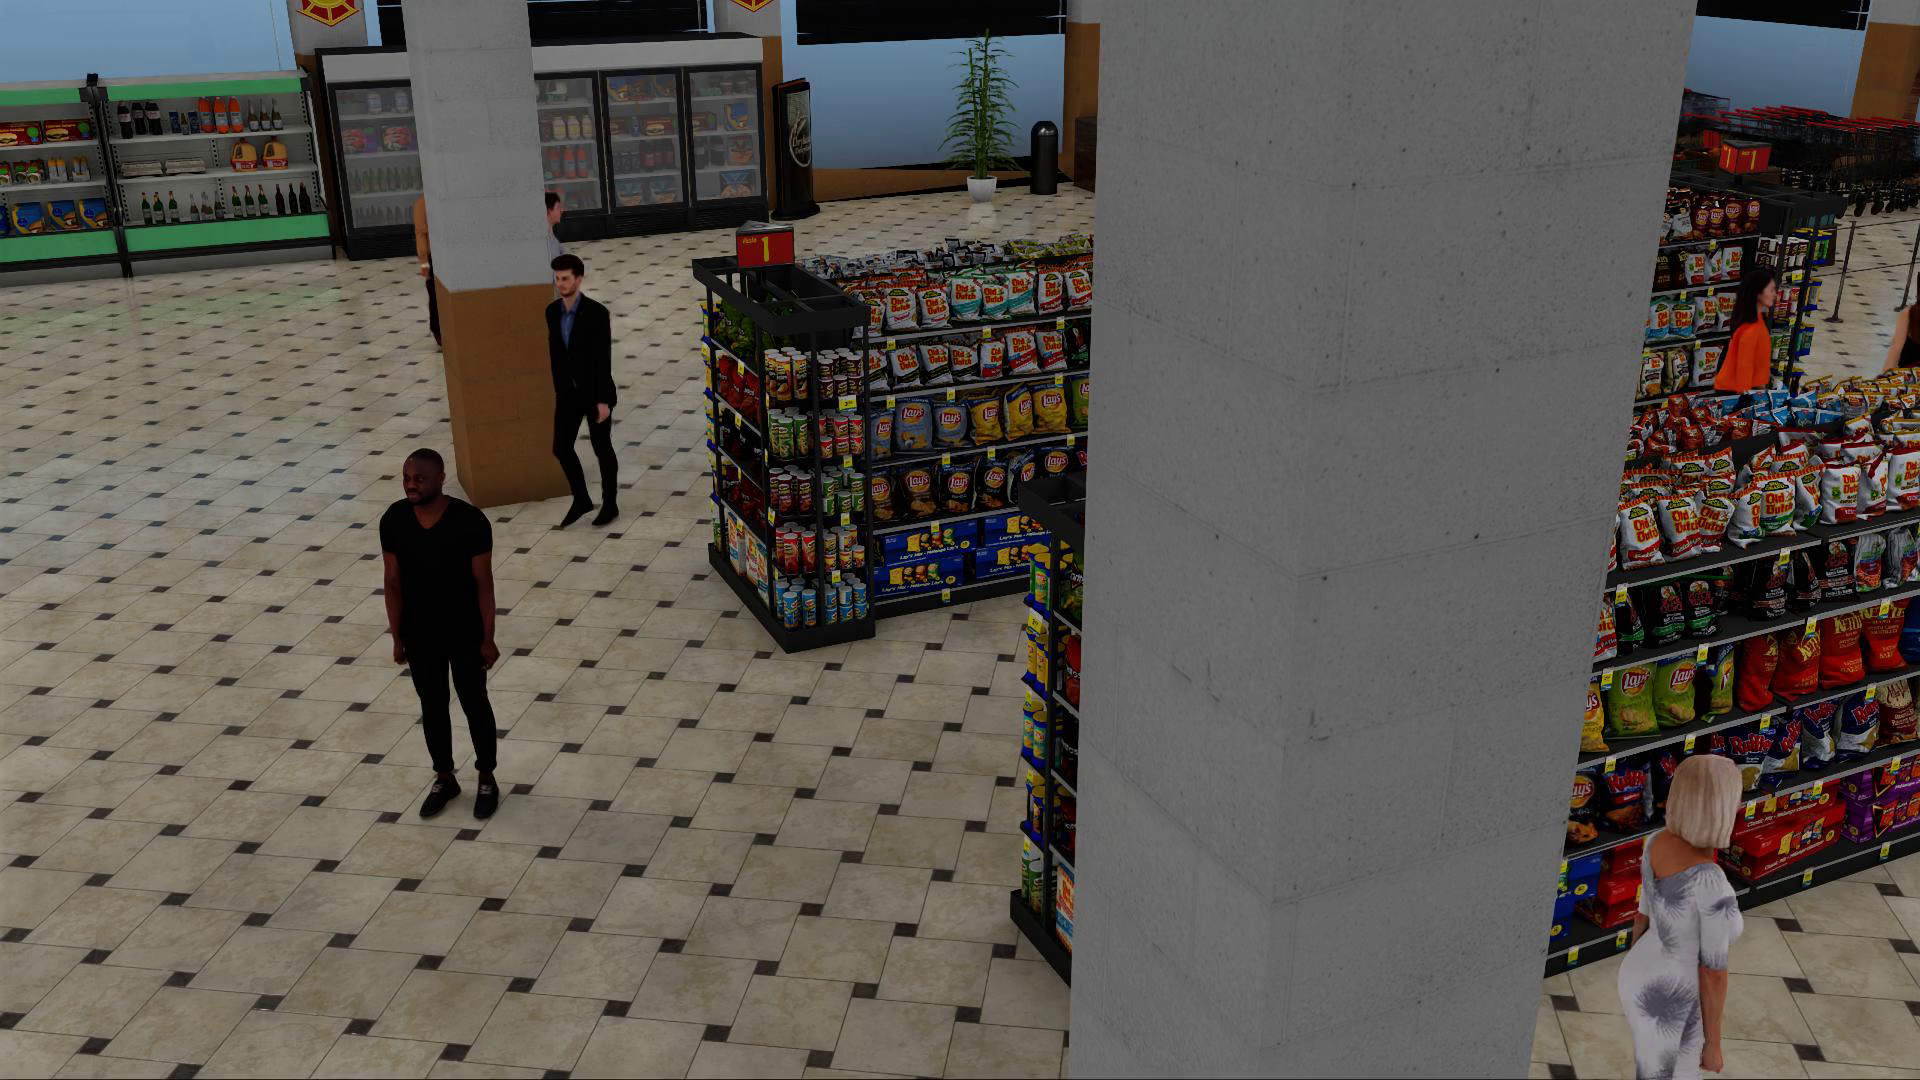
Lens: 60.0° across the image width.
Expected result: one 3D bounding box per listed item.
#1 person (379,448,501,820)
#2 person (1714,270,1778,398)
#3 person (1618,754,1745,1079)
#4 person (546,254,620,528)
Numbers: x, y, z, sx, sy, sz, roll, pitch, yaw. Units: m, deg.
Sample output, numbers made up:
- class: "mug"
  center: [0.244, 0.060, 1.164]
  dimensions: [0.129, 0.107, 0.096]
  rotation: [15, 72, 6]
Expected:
- class: "person"
  center: [-2.378, 0.432, 7.710]
  dimensions: [0.661, 1.819, 0.801]
  rotation: [1, 22, 3]
- class: "person"
  center: [5.275, -0.984, 11.335]
  dimensions: [0.767, 1.744, 0.698]
  rotation: [8, 23, 20]
- class: "person"
  center: [2.157, 1.483, 5.213]
  dimensions: [1.016, 1.729, 0.772]
  rotation: [-3, 22, -6]
- class: "person"
  center: [-2.484, -1.020, 11.250]
  dimensions: [0.825, 1.872, 0.885]
  rotation: [7, 23, 17]
